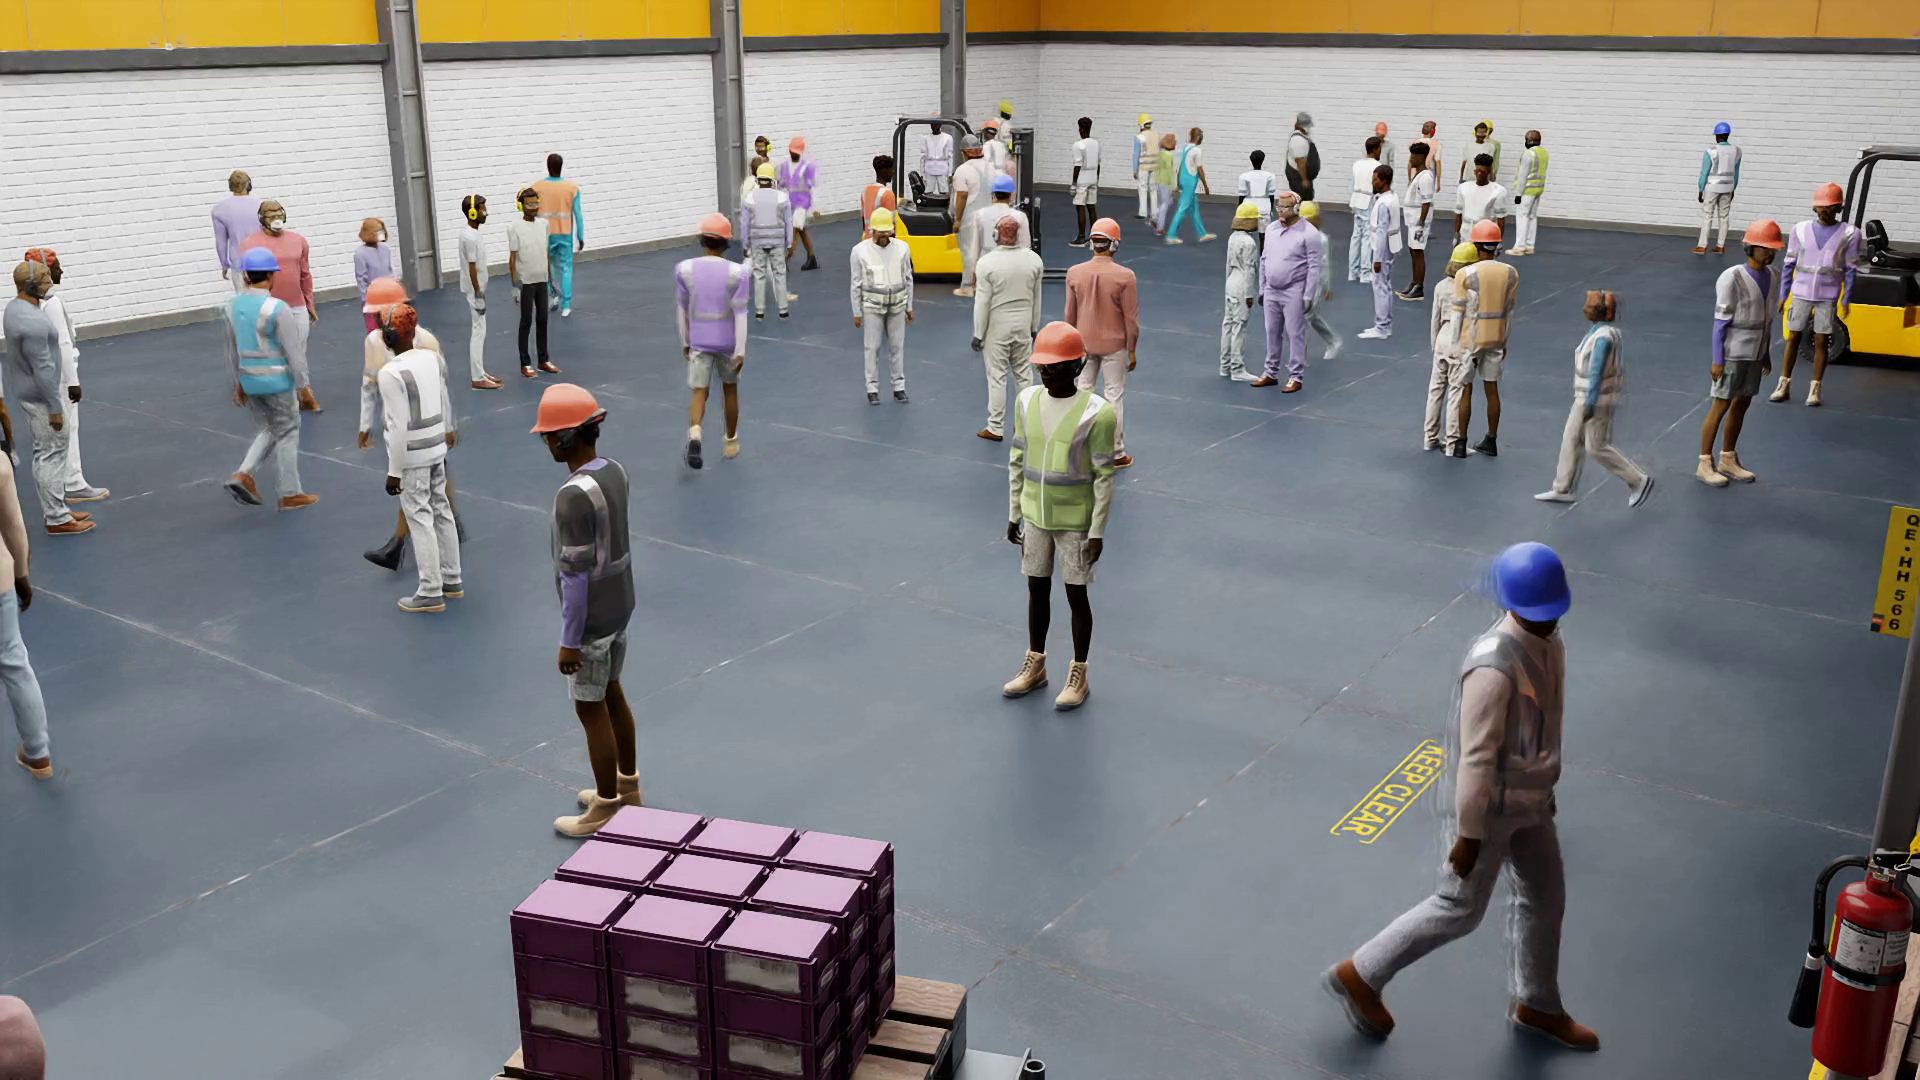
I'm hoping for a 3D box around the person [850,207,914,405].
[{"bbox_3d":[-0.707,-2.157,15.365,0.602,1.821,0.403,-7,19,-20],"label":"person"}]

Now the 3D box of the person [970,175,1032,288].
[{"bbox_3d":[0.486,-2.828,17.306,0.634,1.906,0.916,8,19,24],"label":"person"}]

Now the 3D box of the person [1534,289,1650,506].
[{"bbox_3d":[4.680,-1.022,12.131,0.703,1.618,0.516,3,18,8],"label":"person"}]

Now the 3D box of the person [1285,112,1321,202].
[{"bbox_3d":[5.498,-5.886,26.667,0.547,2.000,0.784,7,19,20],"label":"person"}]

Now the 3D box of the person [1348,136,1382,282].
[{"bbox_3d":[5.444,-4.426,22.296,0.394,1.920,0.587,-7,19,-21],"label":"person"}]

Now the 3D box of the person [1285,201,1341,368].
[{"bbox_3d":[3.670,-2.636,17.058,0.764,1.702,0.501,-9,20,-25],"label":"person"}]

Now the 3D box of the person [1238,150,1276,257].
[{"bbox_3d":[4.079,-4.518,22.950,0.532,1.692,0.320,0,18,-1],"label":"person"}]

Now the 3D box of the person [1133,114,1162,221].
[{"bbox_3d":[3.218,-6.453,28.820,0.585,1.816,0.422,-10,20,-29],"label":"person"}]

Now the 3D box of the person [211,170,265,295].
[{"bbox_3d":[-7.483,-2.911,17.539,0.627,1.933,0.374,-4,18,-13],"label":"person"}]

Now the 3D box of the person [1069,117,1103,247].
[{"bbox_3d":[1.921,-5.511,25.613,0.614,1.963,0.361,-17,24,-42],"label":"person"}]

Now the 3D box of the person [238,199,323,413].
[{"bbox_3d":[-6.064,-2.070,14.897,0.372,1.940,0.630,15,23,39],"label":"person"}]

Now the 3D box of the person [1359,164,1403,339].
[{"bbox_3d":[4.702,-3.189,18.449,0.381,1.911,0.593,7,19,20],"label":"person"}]

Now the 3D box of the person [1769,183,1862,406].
[{"bbox_3d":[7.859,-2.241,15.271,0.630,2.036,0.417,13,22,35],"label":"person"}]

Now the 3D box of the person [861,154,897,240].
[{"bbox_3d":[-0.901,-3.429,19.102,0.362,1.963,0.614,-11,21,-32],"label":"person"}]

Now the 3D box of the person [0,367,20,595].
[{"bbox_3d":[-6.088,-0.535,10.228,0.515,1.861,0.323,-11,21,-32],"label":"person"}]

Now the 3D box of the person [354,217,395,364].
[{"bbox_3d":[-5.665,-2.322,16.195,0.302,1.625,0.507,6,19,19],"label":"person"}]

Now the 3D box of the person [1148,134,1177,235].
[{"bbox_3d":[3.330,-5.753,26.938,0.358,1.623,0.505,-1,18,-4],"label":"person"}]

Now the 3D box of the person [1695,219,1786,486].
[{"bbox_3d":[6.004,-1.425,12.710,0.614,2.040,0.390,-9,20,-25],"label":"person"}]

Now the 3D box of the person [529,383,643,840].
[{"bbox_3d":[-1.633,0.318,7.293,0.408,2.029,0.613,2,18,5],"label":"person"}]

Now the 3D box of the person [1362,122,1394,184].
[{"bbox_3d":[6.992,-6.118,27.878,0.565,1.743,0.354,-3,18,-10],"label":"person"}]

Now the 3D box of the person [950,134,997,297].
[{"bbox_3d":[0.124,-4.147,21.229,0.536,2.000,0.688,16,24,40],"label":"person"}]

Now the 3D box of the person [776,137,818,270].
[{"bbox_3d":[-2.310,-4.620,22.986,0.617,1.858,1.022,12,22,34],"label":"person"}]

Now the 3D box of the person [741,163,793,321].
[{"bbox_3d":[-2.254,-3.484,19.489,0.599,1.830,0.403,-2,18,-6],"label":"person"}]

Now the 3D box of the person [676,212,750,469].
[{"bbox_3d":[-1.957,-1.562,13.184,0.607,2.020,0.835,1,18,3],"label":"person"}]

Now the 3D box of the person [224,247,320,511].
[{"bbox_3d":[-4.991,-1.130,11.988,0.630,1.927,0.529,11,21,30],"label":"person"}]

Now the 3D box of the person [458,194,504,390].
[{"bbox_3d":[-4.634,-2.380,15.998,0.324,1.862,0.511,-5,18,-15],"label":"person"}]

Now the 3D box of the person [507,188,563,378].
[{"bbox_3d":[-4.221,-2.562,16.568,0.312,1.859,0.596,14,22,36],"label":"person"}]

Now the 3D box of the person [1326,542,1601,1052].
[{"bbox_3d":[1.815,0.877,5.757,0.868,1.902,0.654,12,21,33],"label":"person"}]

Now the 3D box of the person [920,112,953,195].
[{"bbox_3d":[-0.391,-6.044,27.329,0.550,1.935,0.375,2,18,6],"label":"person"}]

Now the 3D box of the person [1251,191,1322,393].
[{"bbox_3d":[3.096,-2.362,15.864,0.402,1.905,0.652,-15,23,-39],"label":"person"}]

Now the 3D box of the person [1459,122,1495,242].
[{"bbox_3d":[8.070,-5.587,26.038,0.518,1.856,0.326,4,18,12],"label":"person"}]

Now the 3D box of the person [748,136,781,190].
[{"bbox_3d":[-2.713,-4.677,23.163,0.514,1.871,0.327,4,18,12],"label":"person"}]

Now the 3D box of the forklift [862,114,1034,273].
[{"bbox_3d":[-0.171,-4.594,22.377,2.313,2.155,1.214,1,18,3],"label":"forklift"}]

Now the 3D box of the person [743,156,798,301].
[{"bbox_3d":[-2.501,-3.864,20.725,0.835,1.812,0.636,-8,19,-23],"label":"person"}]

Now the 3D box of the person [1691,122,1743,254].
[{"bbox_3d":[11.280,-5.229,24.782,0.604,1.939,0.416,-2,18,-7],"label":"person"}]

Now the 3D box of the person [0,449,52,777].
[{"bbox_3d":[-4.610,0.210,7.679,0.402,1.990,0.622,12,21,32],"label":"person"}]

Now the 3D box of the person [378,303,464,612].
[{"bbox_3d":[-3.279,-0.493,10.050,0.337,1.882,0.583,4,18,13],"label":"person"}]

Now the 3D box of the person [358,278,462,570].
[{"bbox_3d":[-3.687,-0.762,10.878,0.565,1.883,0.976,9,20,27],"label":"person"}]

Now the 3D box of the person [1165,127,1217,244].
[{"bbox_3d":[3.604,-5.500,25.883,0.896,1.793,0.509,-5,18,-14],"label":"person"}]

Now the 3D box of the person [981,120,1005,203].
[{"bbox_3d":[0.461,-5.575,25.951,0.436,1.882,0.738,9,20,27],"label":"person"}]

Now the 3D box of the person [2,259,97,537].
[{"bbox_3d":[-6.311,-0.969,11.481,0.391,1.929,0.631,-13,22,-36],"label":"person"}]

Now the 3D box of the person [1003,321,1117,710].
[{"bbox_3d":[0.500,-0.121,8.631,0.607,2.044,0.372,12,21,32],"label":"person"}]

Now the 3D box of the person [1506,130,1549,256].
[{"bbox_3d":[8.466,-5.167,24.763,0.638,1.831,0.429,-16,24,-41],"label":"person"}]

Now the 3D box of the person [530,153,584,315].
[{"bbox_3d":[-4.805,-3.658,19.918,0.616,1.897,0.526,-3,18,-10],"label":"person"}]

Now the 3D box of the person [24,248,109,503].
[{"bbox_3d":[-6.688,-1.213,12.305,0.581,1.882,0.339,14,23,38],"label":"person"}]

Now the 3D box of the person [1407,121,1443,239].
[{"bbox_3d":[7.377,-5.719,26.458,0.570,1.844,0.379,16,24,40],"label":"person"}]

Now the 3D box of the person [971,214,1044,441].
[{"bbox_3d":[0.380,-1.790,14.072,0.640,1.910,0.407,-9,20,-27],"label":"person"}]

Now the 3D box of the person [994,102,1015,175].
[{"bbox_3d":[0.768,-7.293,31.340,0.403,1.880,0.684,-8,19,-23],"label":"person"}]

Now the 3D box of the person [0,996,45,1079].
[{"bbox_3d":[-2.205,1.539,3.628,0.630,1.932,0.366,3,18,8],"label":"person"}]

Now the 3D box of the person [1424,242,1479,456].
[{"bbox_3d":[4.067,-1.561,13.622,0.295,1.744,0.491,-10,20,-28],"label":"person"}]

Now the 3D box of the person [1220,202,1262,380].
[{"bbox_3d":[2.787,-2.457,16.422,0.312,1.744,0.487,-4,18,-13],"label":"person"}]

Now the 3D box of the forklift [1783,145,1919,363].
[{"bbox_3d":[9.803,-2.879,17.013,2.313,2.155,1.214,12,21,33],"label":"forklift"}]

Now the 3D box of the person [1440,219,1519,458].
[{"bbox_3d":[4.219,-1.630,13.550,0.541,1.928,0.398,-4,18,-12],"label":"person"}]

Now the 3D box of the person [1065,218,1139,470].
[{"bbox_3d":[1.128,-1.539,13.156,0.608,1.989,0.387,8,20,24],"label":"person"}]

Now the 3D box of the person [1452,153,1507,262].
[{"bbox_3d":[6.080,-3.553,19.526,0.619,1.954,0.394,16,23,40],"label":"person"}]

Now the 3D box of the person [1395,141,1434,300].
[{"bbox_3d":[5.743,-4.005,20.904,0.362,1.962,0.613,2,18,6],"label":"person"}]
